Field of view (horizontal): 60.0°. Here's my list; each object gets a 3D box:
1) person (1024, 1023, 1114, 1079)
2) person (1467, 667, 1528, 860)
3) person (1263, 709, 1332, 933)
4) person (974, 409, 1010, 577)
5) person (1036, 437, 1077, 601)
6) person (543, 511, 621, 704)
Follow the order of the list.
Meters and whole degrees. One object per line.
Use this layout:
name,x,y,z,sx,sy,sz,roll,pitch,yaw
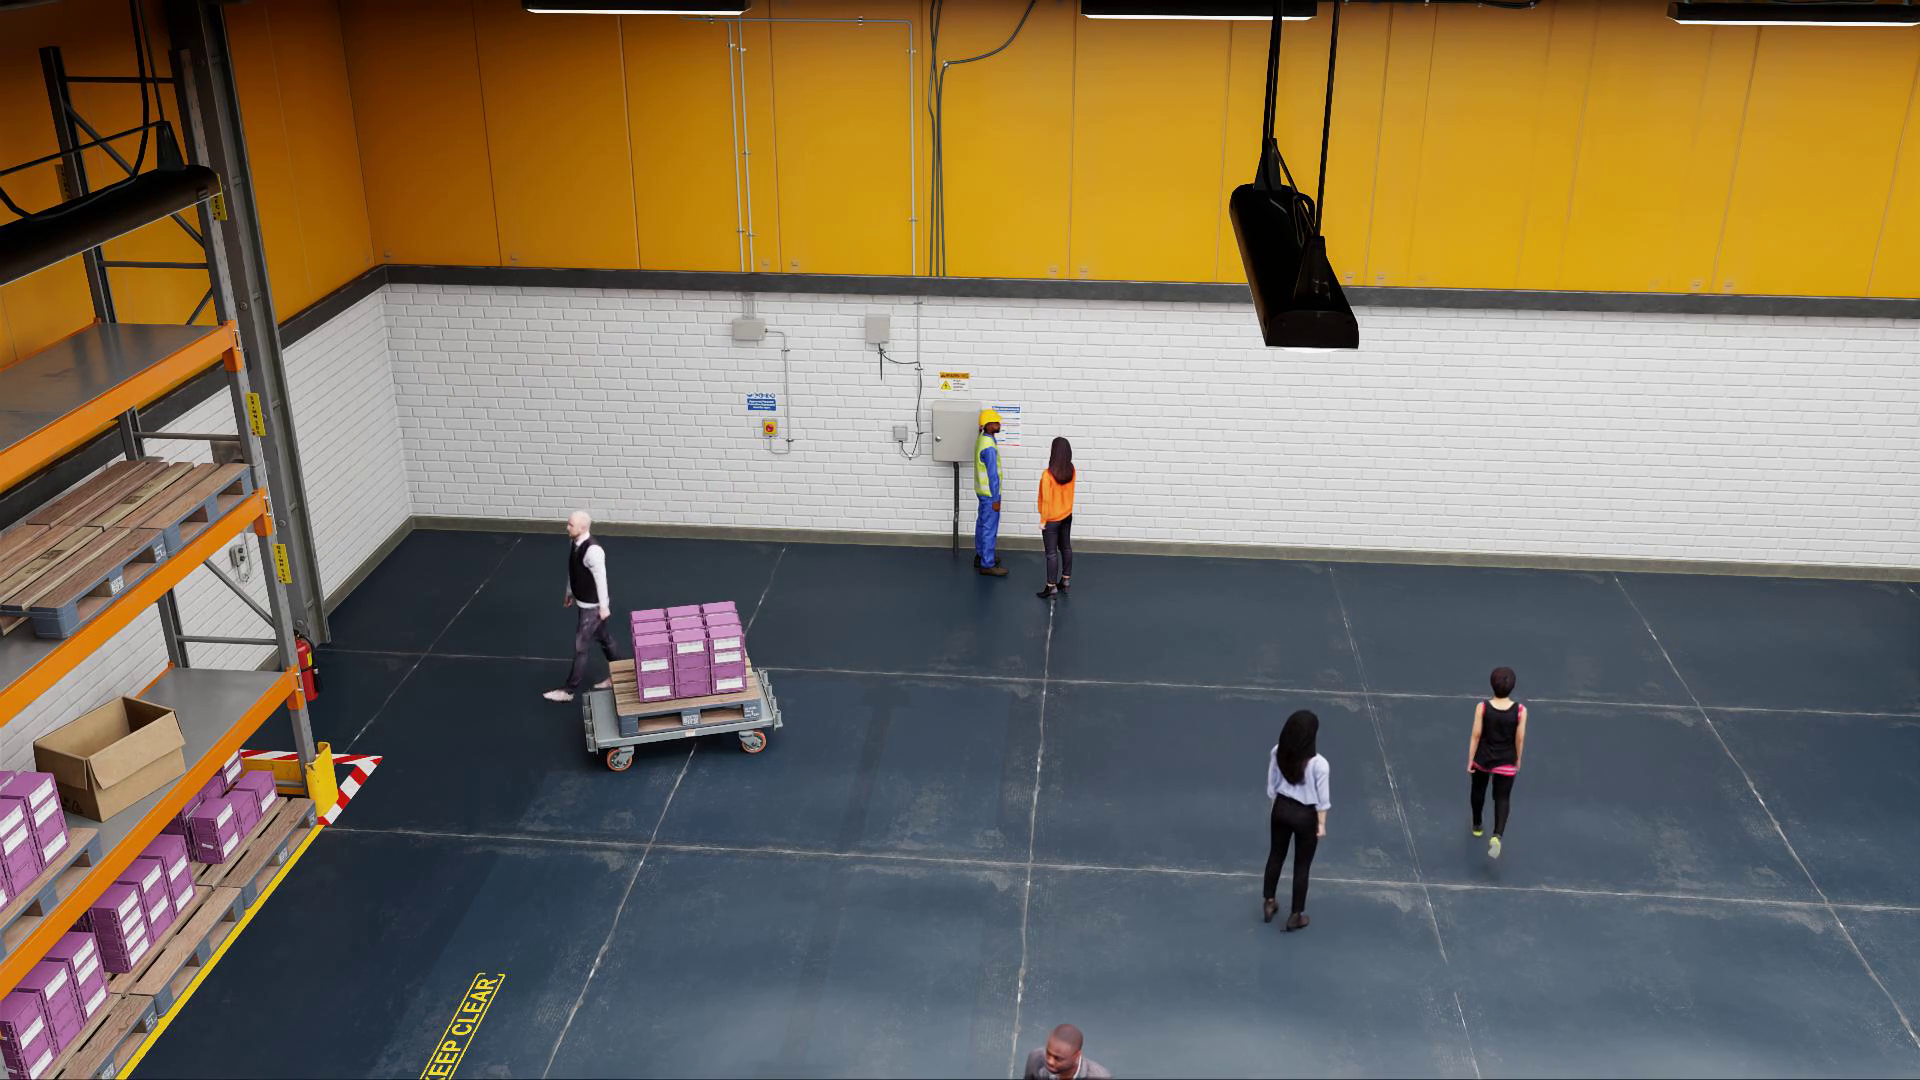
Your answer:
person,0.546,3.286,8.824,0.802,1.811,0.766,13,27,28
person,4.111,1.716,12.766,0.663,1.530,0.965,6,24,14
person,2.383,1.993,11.865,0.721,1.744,0.737,18,30,36
person,0.307,-0.525,17.540,0.787,1.813,0.607,-4,24,-9
person,0.997,-0.234,16.954,0.766,1.749,0.685,21,31,39
person,-3.262,0.576,15.048,1.118,1.792,1.127,-13,27,-28
